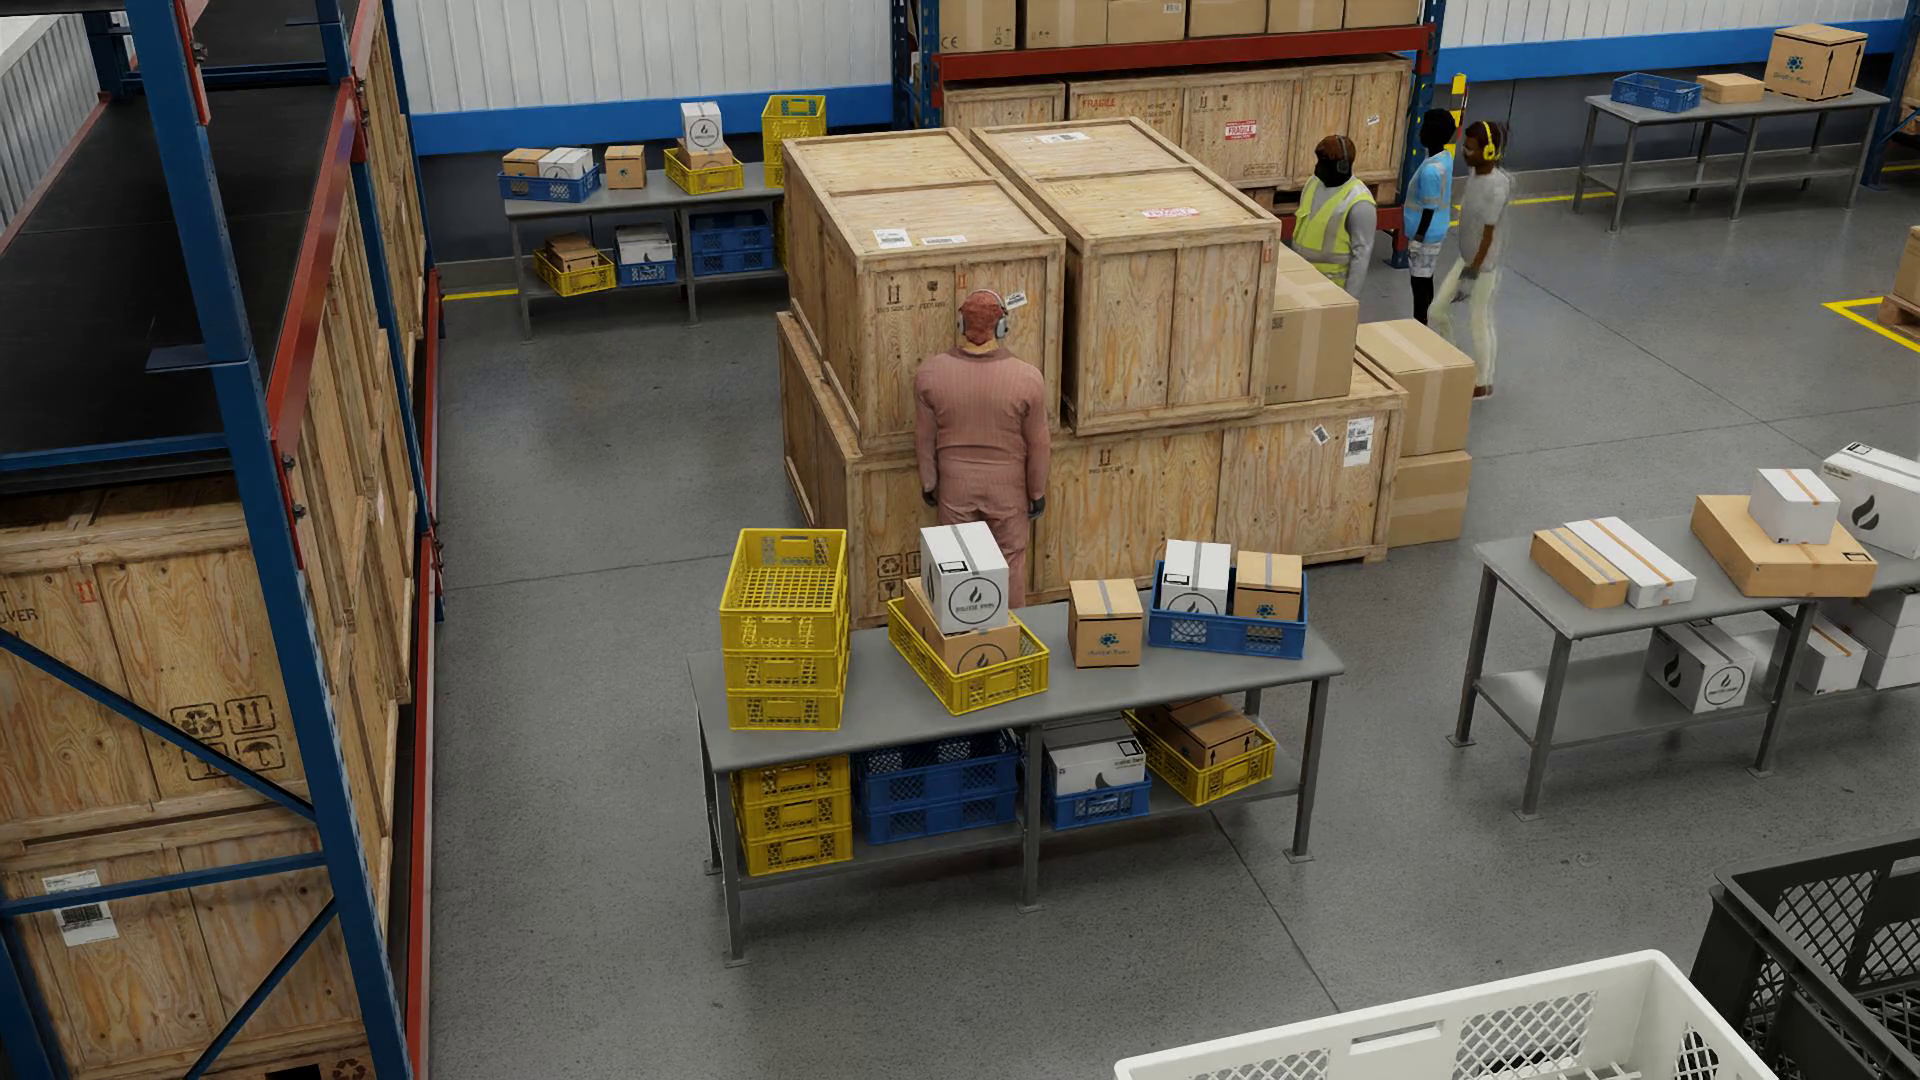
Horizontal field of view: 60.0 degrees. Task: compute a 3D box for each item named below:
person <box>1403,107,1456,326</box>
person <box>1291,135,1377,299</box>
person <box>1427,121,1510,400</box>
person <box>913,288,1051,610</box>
[{"bbox_3d":[3.202,-2.126,11.479,0.316,1.696,0.540,11,31,19],"label":"person"},{"bbox_3d":[2.266,-1.617,10.407,0.429,1.842,0.636,-13,31,-22],"label":"person"},{"bbox_3d":[3.249,-1.752,10.647,0.580,1.846,0.541,-6,29,-11],"label":"person"},{"bbox_3d":[0.116,-0.282,7.924,0.638,1.903,0.409,6,29,11],"label":"person"}]
